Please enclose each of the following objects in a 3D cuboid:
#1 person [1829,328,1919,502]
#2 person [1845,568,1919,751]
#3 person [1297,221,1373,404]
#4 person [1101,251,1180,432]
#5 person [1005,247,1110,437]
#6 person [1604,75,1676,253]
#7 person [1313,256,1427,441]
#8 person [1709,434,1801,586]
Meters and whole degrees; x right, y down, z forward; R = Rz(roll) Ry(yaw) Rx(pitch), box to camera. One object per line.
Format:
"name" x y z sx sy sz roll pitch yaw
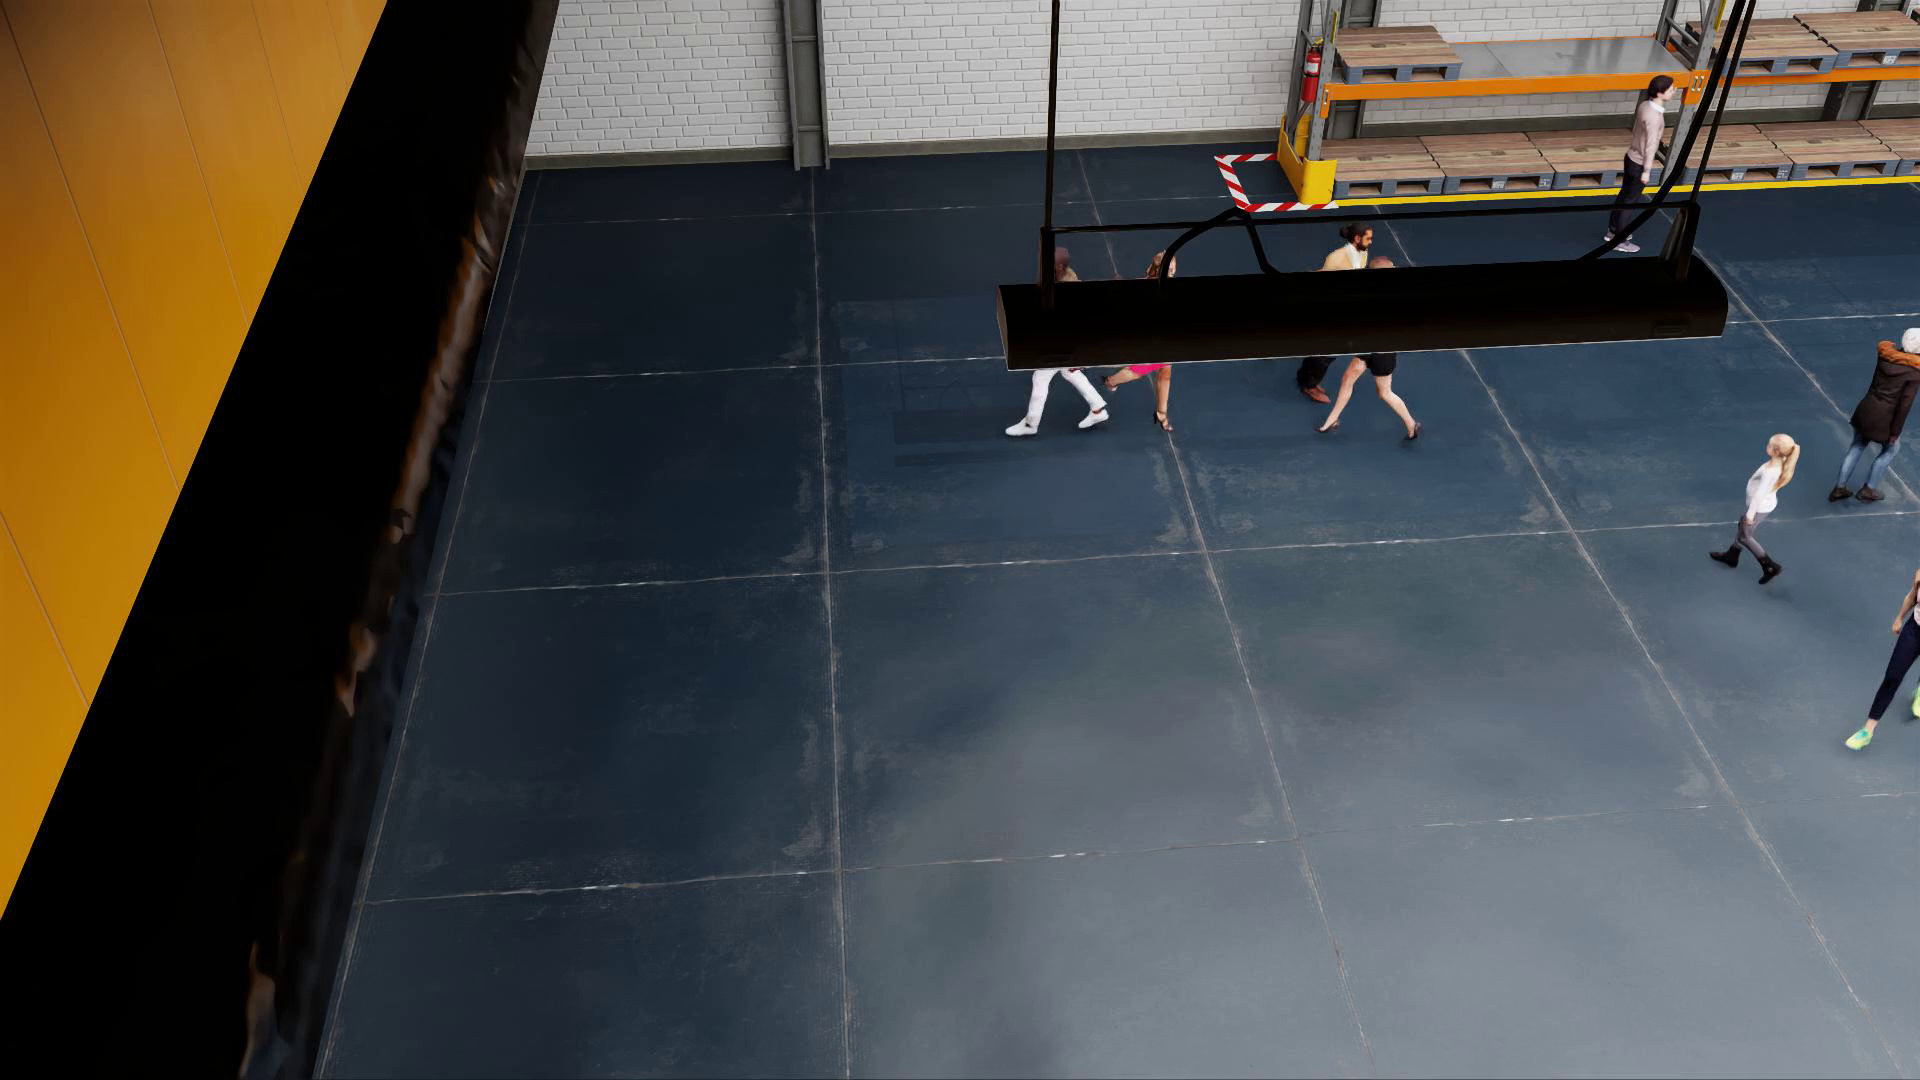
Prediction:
"person" 7.265 -0.963 13.226 0.768 1.624 0.722 -16 41 -19
"person" 6.565 0.637 11.204 1.293 1.647 1.146 -32 48 -33
"person" 3.168 -2.007 14.457 0.832 1.719 0.896 -25 45 -28
"person" 1.561 -1.726 14.131 1.008 1.687 1.017 31 48 33
"person" 0.933 -1.658 13.966 1.159 1.786 0.784 0 39 0
"person" 6.784 -3.771 16.593 0.608 1.809 0.661 4 39 4
"person" 3.541 -1.496 13.827 1.233 1.707 0.868 7 39 9
"person" 6.111 -0.230 12.596 0.825 1.264 0.786 31 48 33
